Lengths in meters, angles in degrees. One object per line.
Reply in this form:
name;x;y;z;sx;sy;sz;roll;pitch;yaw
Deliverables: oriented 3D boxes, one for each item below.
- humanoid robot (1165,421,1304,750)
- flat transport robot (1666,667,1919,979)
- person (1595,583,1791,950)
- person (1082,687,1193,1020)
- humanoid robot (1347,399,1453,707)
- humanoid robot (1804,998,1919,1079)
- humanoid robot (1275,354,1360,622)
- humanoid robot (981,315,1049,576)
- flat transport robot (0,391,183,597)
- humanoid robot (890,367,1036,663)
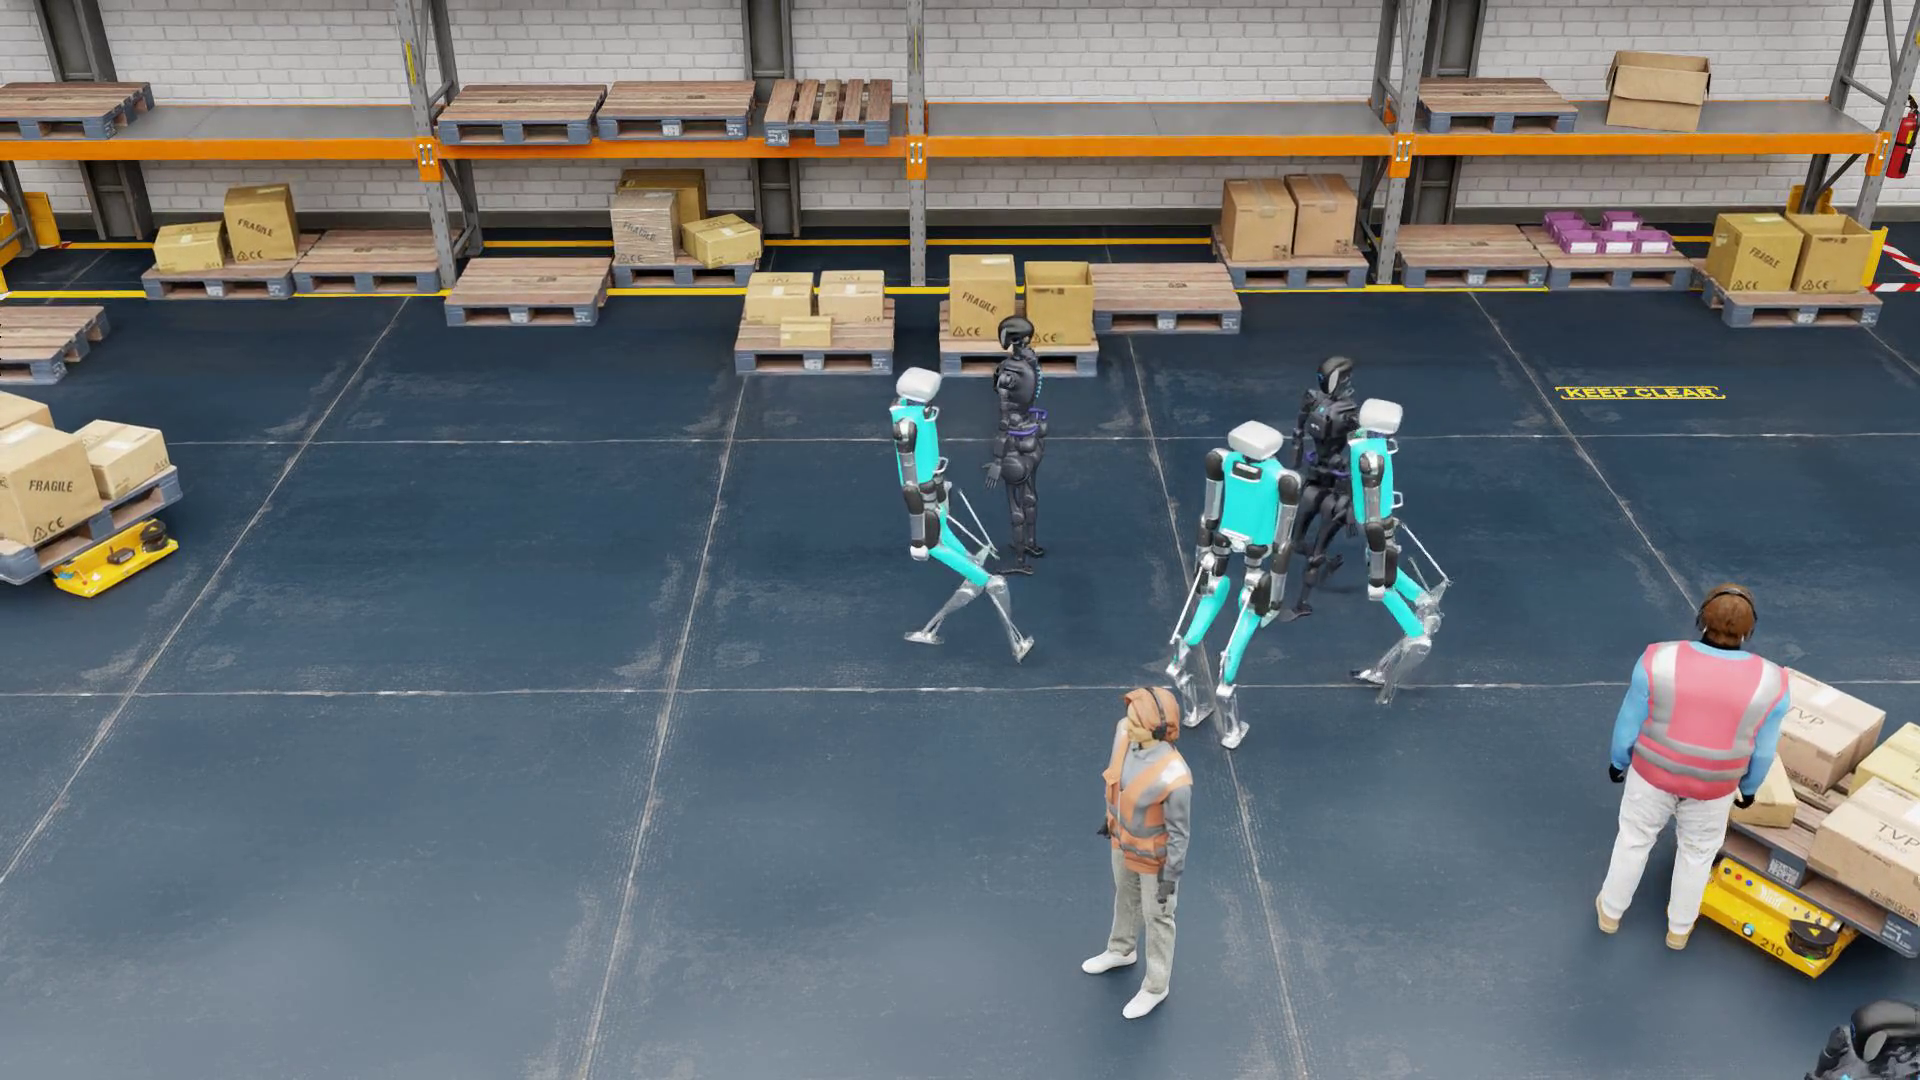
humanoid robot;1.328;0.293;8.453;0.538;1.744;0.687;22;37;32
flat transport robot;4.111;1.510;7.898;1.431;0.231;0.659;-23;38;-33
person;3.149;0.998;7.231;0.637;1.838;0.430;11;33;18
person;0.762;1.285;6.936;0.312;1.641;0.513;-15;34;-23
humanoid robot;2.344;0.106;8.815;0.707;1.793;0.542;5;31;9
humanoid robot;2.953;2.155;5.481;0.656;1.635;0.607;0;31;0
humanoid robot;2.108;-0.305;9.572;0.569;1.637;0.609;-19;36;-29
humanoid robot;0.343;-0.569;9.976;0.315;1.658;0.599;12;33;19
flat transport robot;-5.695;-0.029;10.460;1.431;0.231;0.659;15;34;23
humanoid robot;0.096;-0.085;9.155;0.926;1.791;0.546;5;31;9
